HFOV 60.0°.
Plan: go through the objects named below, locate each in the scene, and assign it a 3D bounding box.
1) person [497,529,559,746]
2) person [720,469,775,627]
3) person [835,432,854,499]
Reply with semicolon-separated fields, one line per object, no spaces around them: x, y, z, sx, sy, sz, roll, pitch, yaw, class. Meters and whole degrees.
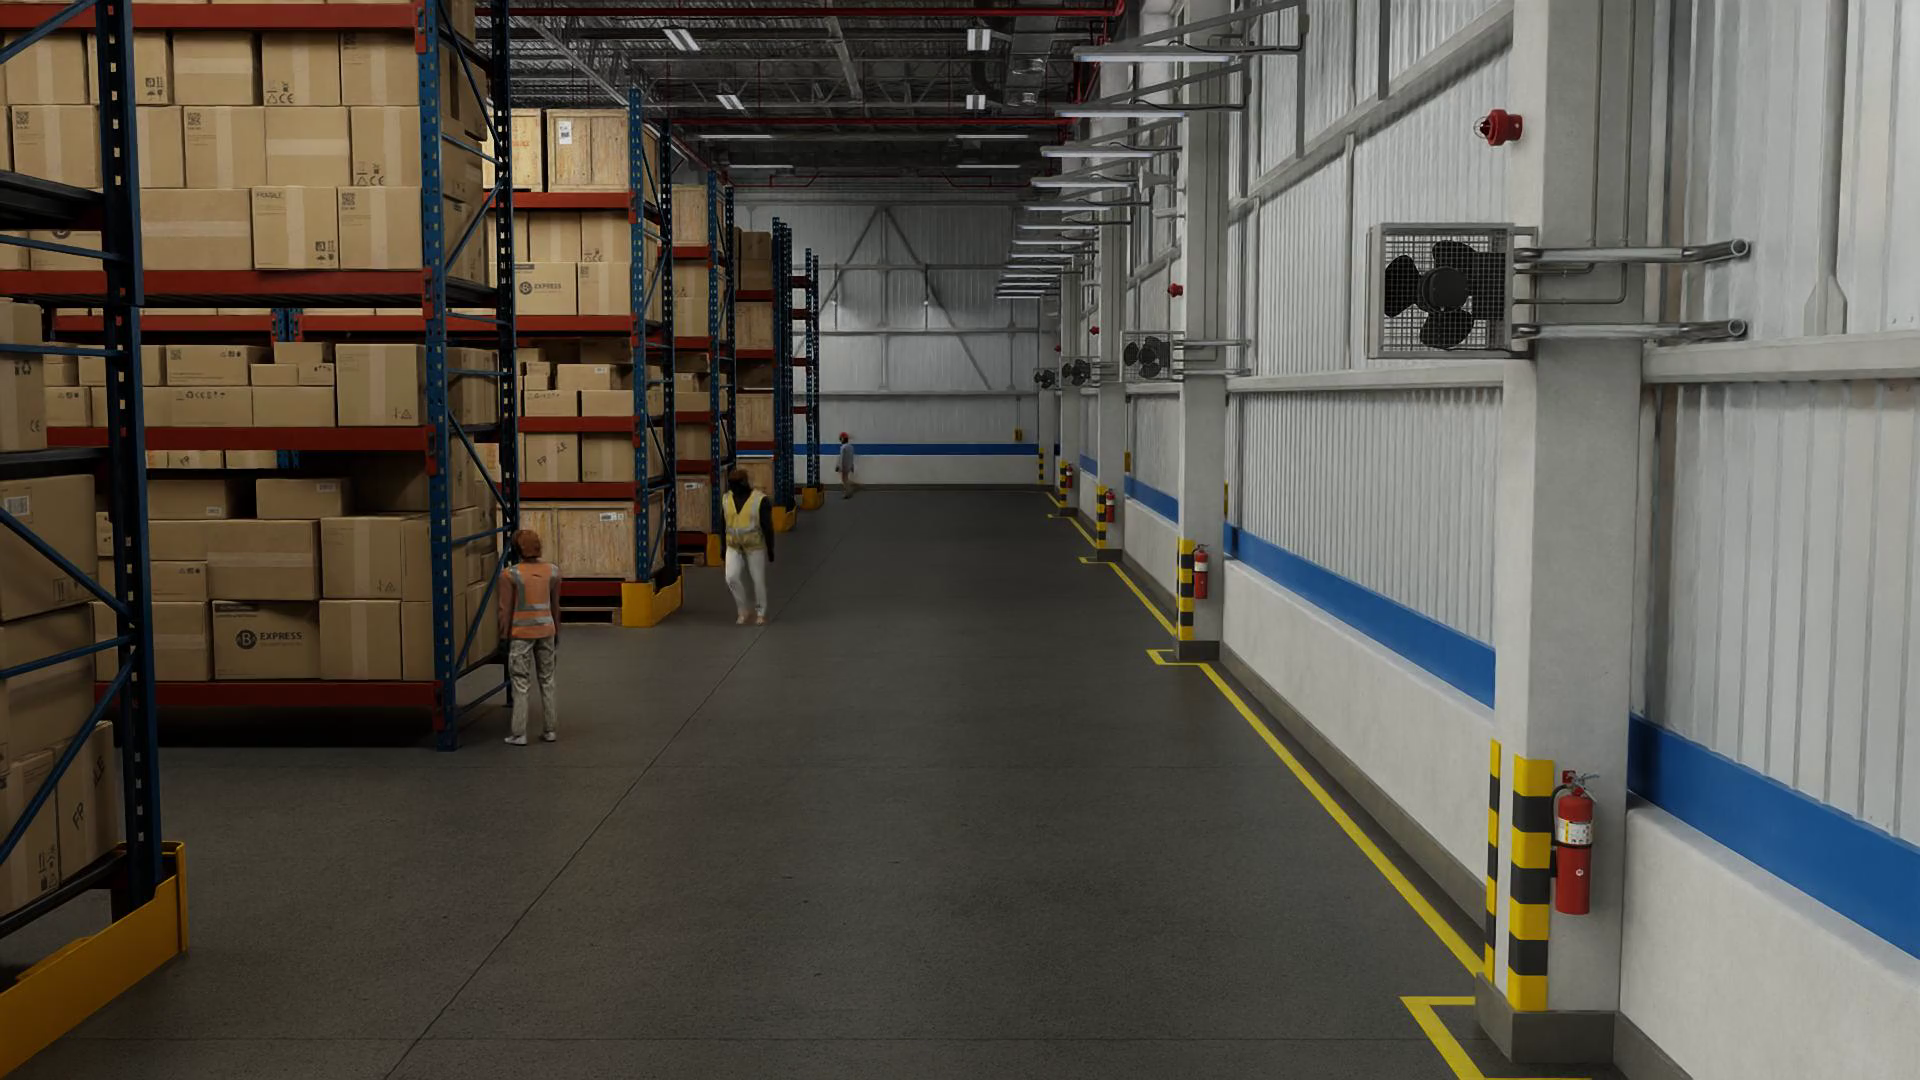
-3.243;0.736;12.546;0.518;1.632;0.315;-5;7;-44;person
-2.427;0.100;18.933;0.714;1.801;0.606;1;5;17;person
-2.953;-1.904;42.734;0.413;1.730;0.559;2;5;21;person
